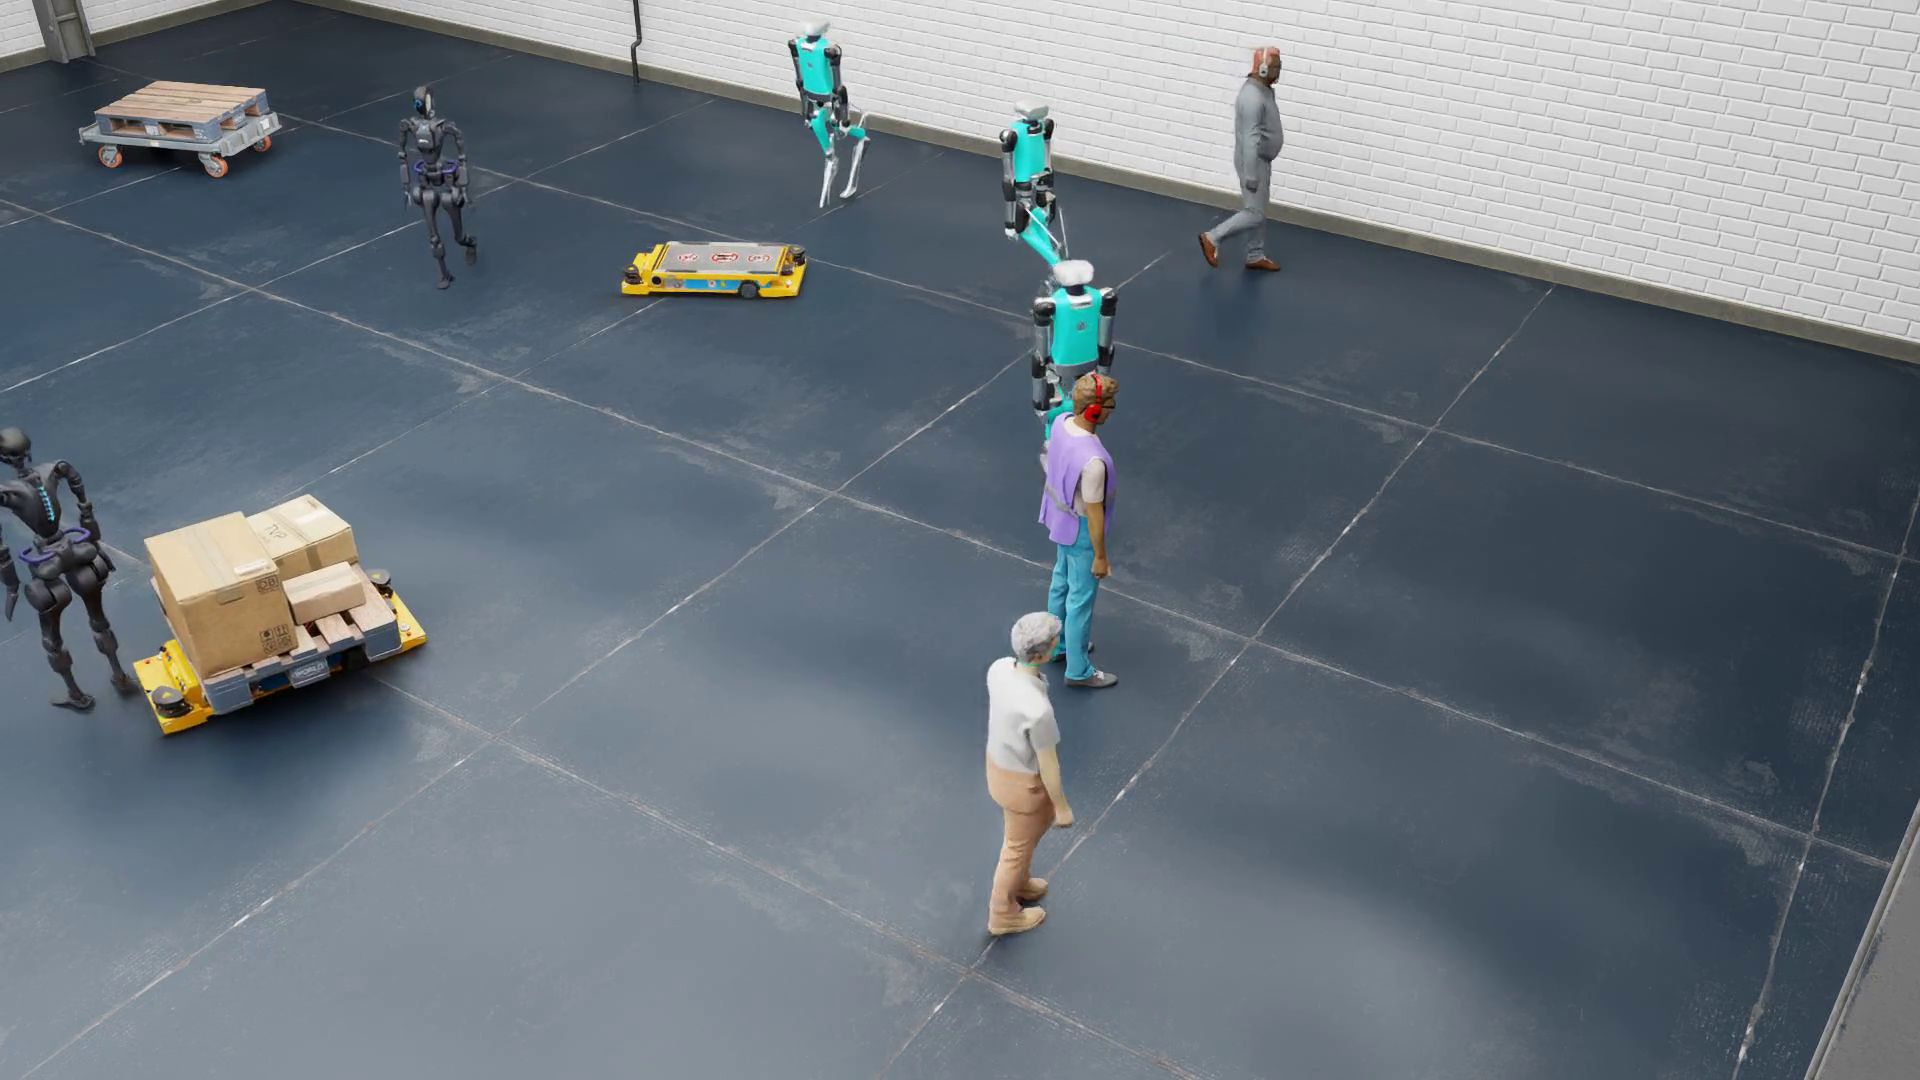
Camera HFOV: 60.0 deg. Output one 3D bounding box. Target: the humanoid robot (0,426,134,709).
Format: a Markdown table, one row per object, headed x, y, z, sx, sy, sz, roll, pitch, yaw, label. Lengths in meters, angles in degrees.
| x | y | z | sx | sy | sz | roll | pitch | yaw | label |
| --- | --- | --- | --- | --- | --- | --- | --- | --- | --- |
| -4.729 | 0.154 | 8.714 | 0.336 | 1.656 | 0.602 | 19 | 37 | 27 | humanoid robot |

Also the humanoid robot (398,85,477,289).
| x | y | z | sx | sy | sz | roll | pitch | yaw | label |
| --- | --- | --- | --- | --- | --- | --- | --- | --- | --- |
| -4.211 | -2.901 | 13.480 | 0.601 | 1.633 | 0.597 | 2 | 33 | 3 | humanoid robot |

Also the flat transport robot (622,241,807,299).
| x | y | z | sx | sy | sz | roll | pitch | yaw | label |
| --- | --- | --- | --- | --- | --- | --- | --- | --- | --- |
| -2.016 | -2.229 | 13.724 | 1.431 | 0.231 | 0.659 | 1 | 33 | 2 | flat transport robot |

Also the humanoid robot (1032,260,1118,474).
| x | y | z | sx | sy | sz | roll | pitch | yaw | label |
| --- | --- | --- | --- | --- | --- | --- | --- | --- | --- |
| 0.600 | -1.026 | 10.553 | 0.547 | 1.808 | 0.896 | -11 | 34 | -17 | humanoid robot |

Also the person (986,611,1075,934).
| x | y | z | sx | sy | sz | roll | pitch | yaw | label |
| --- | --- | --- | --- | --- | --- | --- | --- | --- | --- |
| 0.320 | 1.046 | 7.285 | 0.480 | 1.728 | 0.476 | -9 | 34 | -14 | person |

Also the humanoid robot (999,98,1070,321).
| x | y | z | sx | sy | sz | roll | pitch | yaw | label |
| --- | --- | --- | --- | --- | --- | --- | --- | --- | --- |
| 0.692 | -2.409 | 12.679 | 0.792 | 1.806 | 0.567 | 27 | 41 | 35 | humanoid robot |

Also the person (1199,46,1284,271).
| x | y | z | sx | sy | sz | roll | pitch | yaw | label |
| --- | --- | --- | --- | --- | --- | --- | --- | --- | --- |
| 2.370 | -3.074 | 13.536 | 0.605 | 1.892 | 0.657 | 9 | 34 | 13 | person |

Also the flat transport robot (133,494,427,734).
| x | y | z | sx | sy | sz | roll | pitch | yaw | label |
| --- | --- | --- | --- | --- | --- | --- | --- | --- | --- |
| -3.809 | 0.599 | 9.324 | 1.431 | 0.231 | 0.659 | -21 | 38 | -29 | flat transport robot |

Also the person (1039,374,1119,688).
| x | y | z | sx | sy | sz | roll | pitch | yaw | label |
| --- | --- | --- | --- | --- | --- | --- | --- | --- | --- |
| 0.631 | -0.040 | 8.868 | 0.390 | 1.837 | 0.562 | -10 | 34 | -15 | person |

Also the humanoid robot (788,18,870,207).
| x | y | z | sx | sy | sz | roll | pitch | yaw | label |
| --- | --- | --- | --- | --- | --- | --- | --- | --- | --- |
| -1.088 | -3.816 | 14.876 | 0.539 | 1.793 | 0.842 | 20 | 38 | 28 | humanoid robot |
